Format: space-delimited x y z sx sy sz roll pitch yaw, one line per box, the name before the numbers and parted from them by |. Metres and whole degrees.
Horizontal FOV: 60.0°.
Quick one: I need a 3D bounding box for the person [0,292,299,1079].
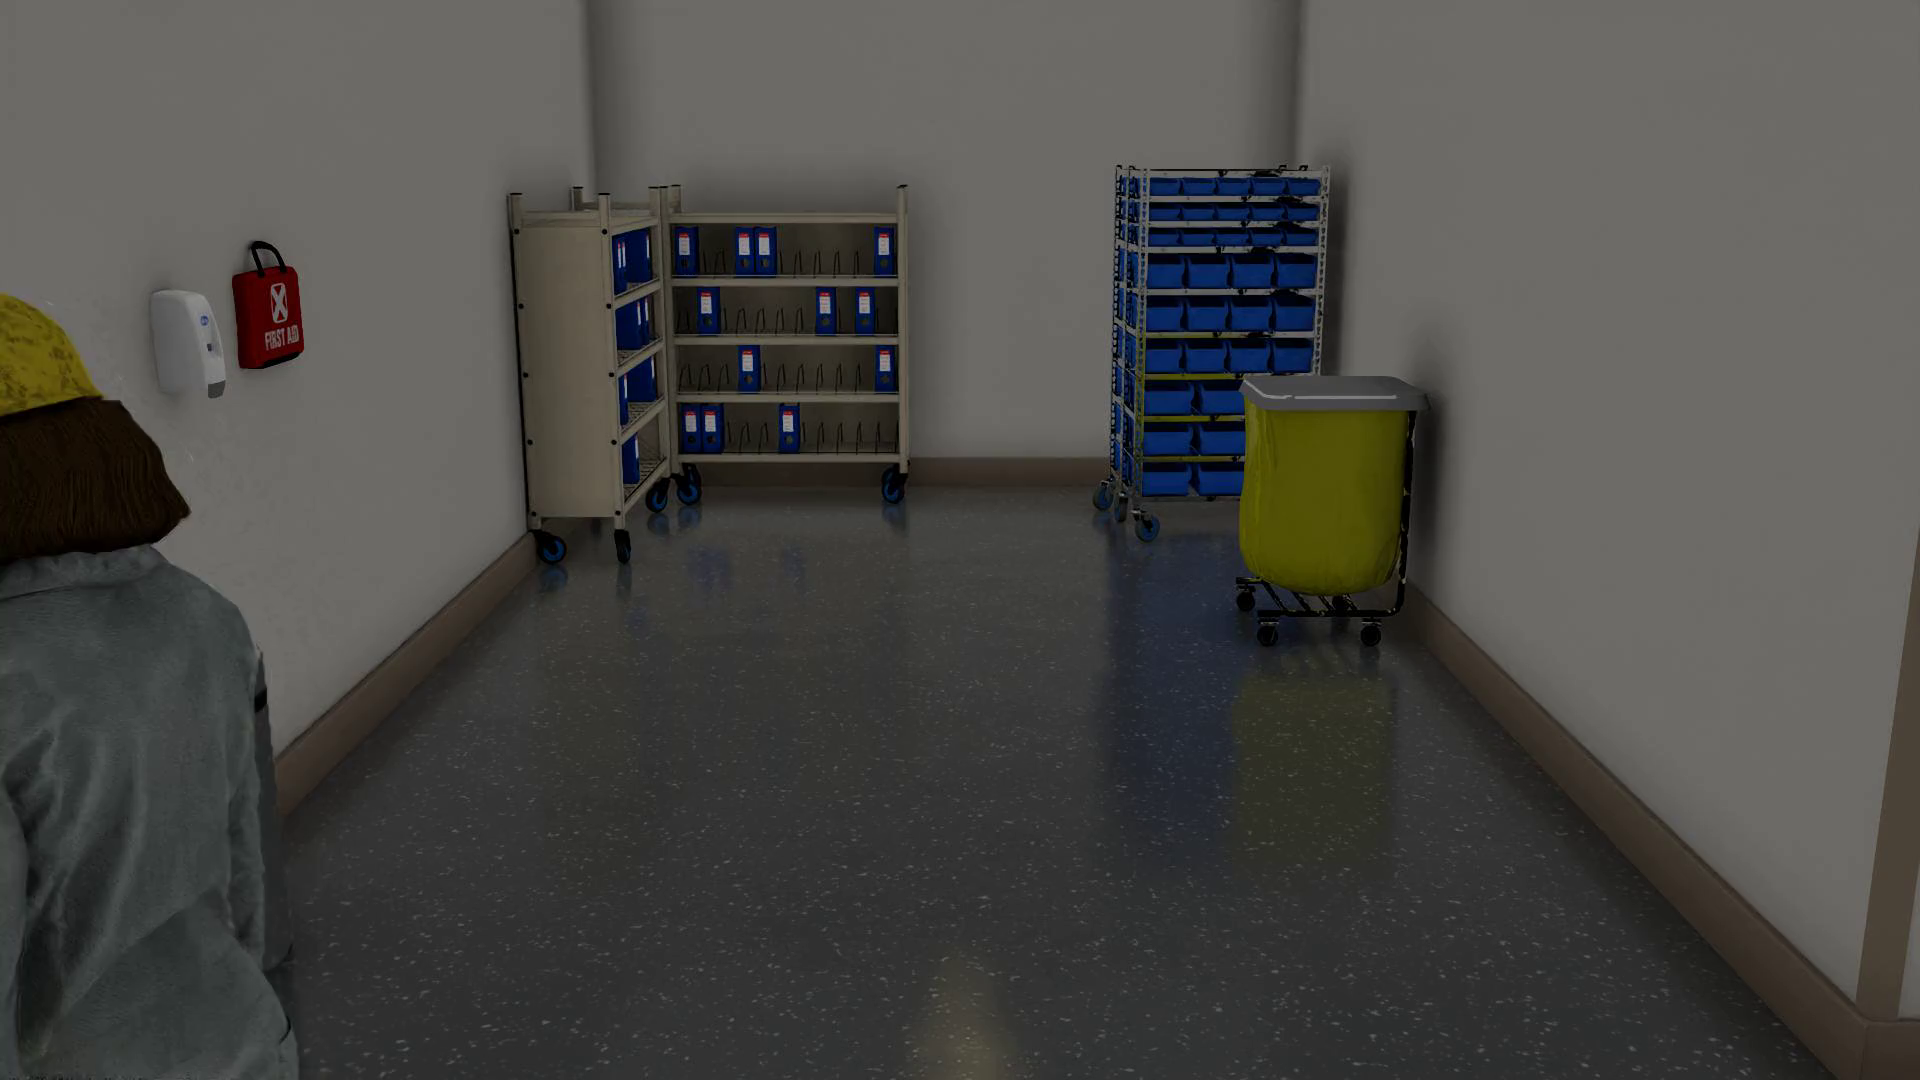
person | -0.842 0.607 1.688 0.484 1.707 0.530 3 13 11
